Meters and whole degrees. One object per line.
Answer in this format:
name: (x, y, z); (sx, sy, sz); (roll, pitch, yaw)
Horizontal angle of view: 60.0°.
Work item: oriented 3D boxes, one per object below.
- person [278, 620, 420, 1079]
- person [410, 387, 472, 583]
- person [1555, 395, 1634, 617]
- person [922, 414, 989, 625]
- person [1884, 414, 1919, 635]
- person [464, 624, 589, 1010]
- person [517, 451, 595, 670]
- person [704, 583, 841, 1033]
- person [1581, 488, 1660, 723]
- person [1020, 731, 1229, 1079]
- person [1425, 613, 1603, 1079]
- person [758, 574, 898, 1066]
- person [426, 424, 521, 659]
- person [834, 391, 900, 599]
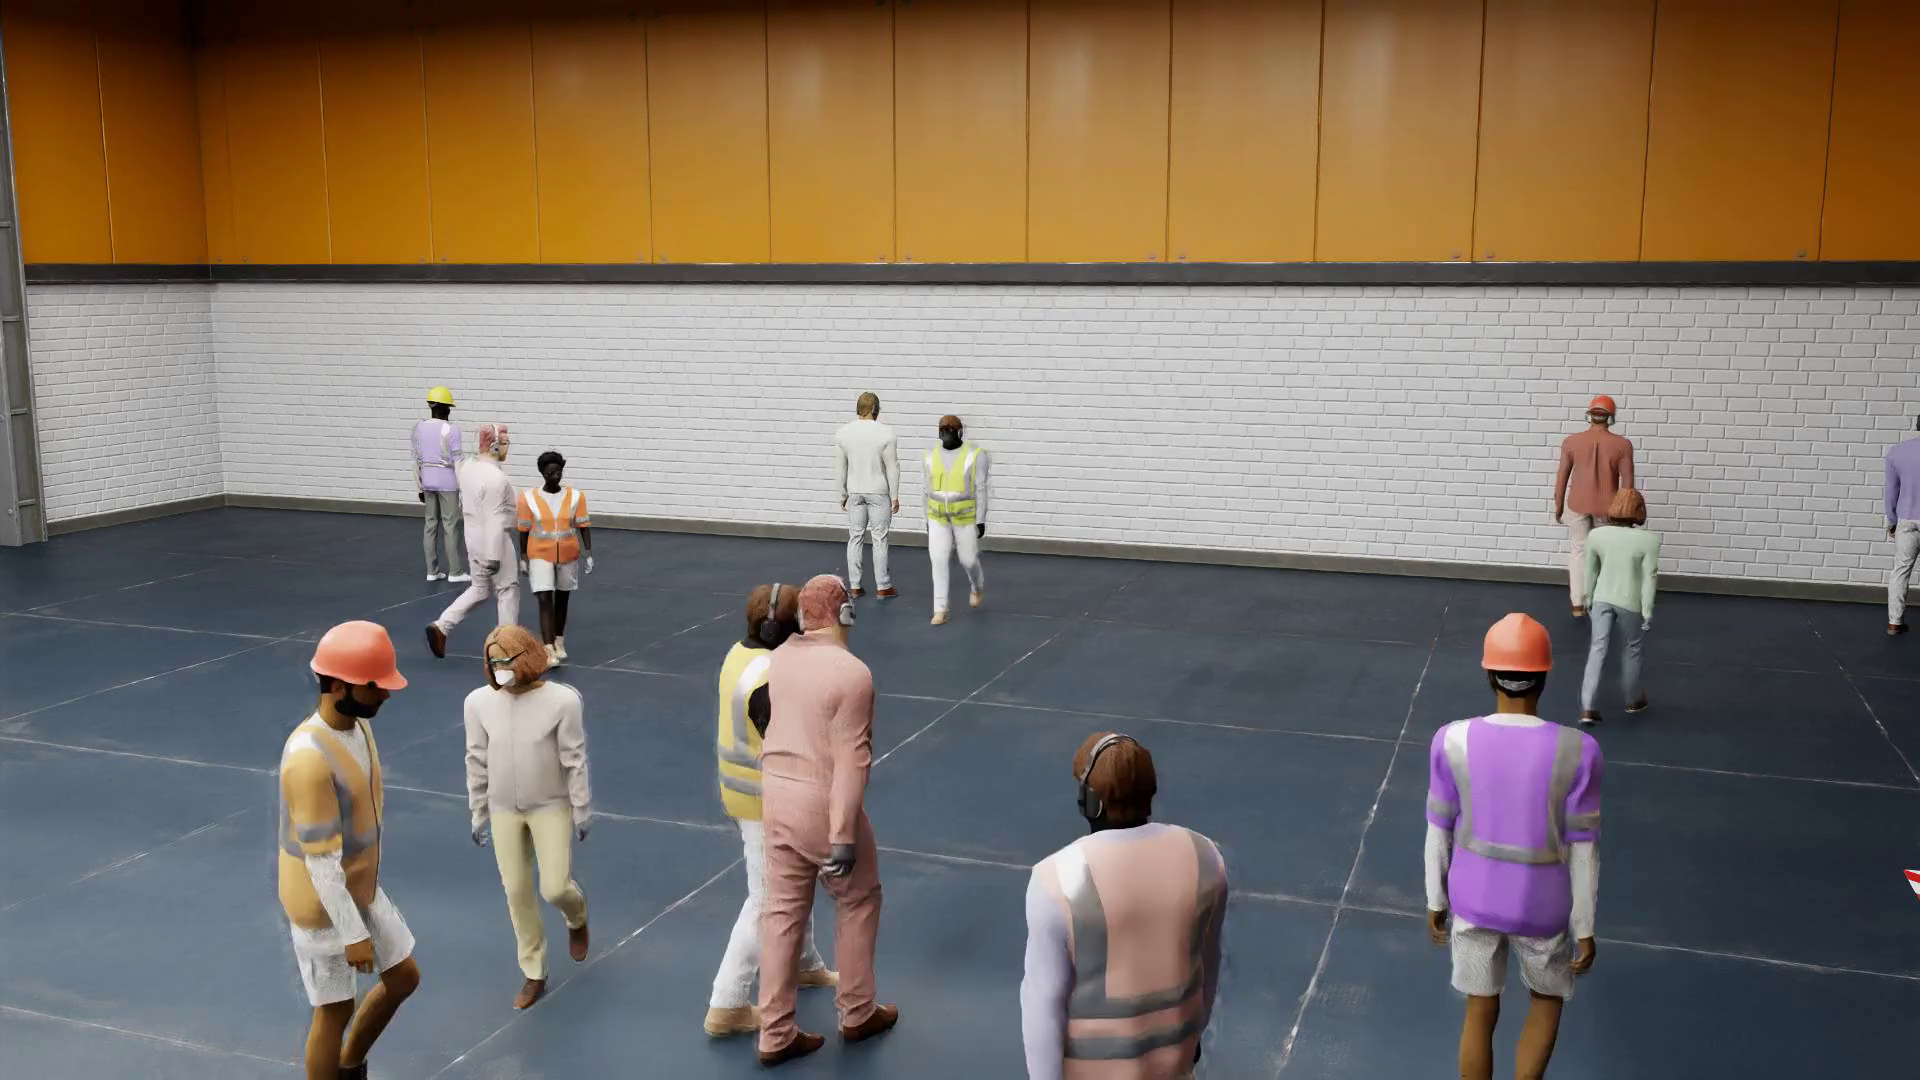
person: (-2.047, 1.195, 5.569); (0.491, 1.904, 0.581); (0, 9, 1)
person: (-5.063, -0.533, 16.253); (0.584, 1.918, 0.381); (3, 10, 20)
person: (5.610, -0.301, 14.728); (0.646, 1.959, 0.624); (4, 10, 25)
person: (-0.035, -0.204, 14.530); (0.630, 1.823, 0.784); (3, 10, 16)
person: (7.985, -0.145, 13.787); (0.372, 1.940, 0.631); (-7, 11, -37)
person: (-1.783, 1.123, 6.954); (0.505, 1.614, 0.444); (1, 9, 4)
person: (-3.078, 0.158, 12.738); (0.551, 1.656, 0.820); (-5, 10, -26)
person: (-0.752, 1.070, 6.746); (0.664, 1.820, 0.656); (-3, 10, -18)
person: (4.455, 0.436, 11.255); (0.514, 1.587, 0.850); (8, 12, 41)
person: (0.429, 1.404, 4.641); (0.645, 1.791, 0.948); (-4, 10, -23)
person: (1.831, 1.193, 5.541); (0.565, 1.918, 0.402); (5, 10, 26)
person: (-0.552, 1.074, 6.493); (0.669, 1.849, 0.763); (8, 12, 40)
person: (-3.695, 0.038, 12.842); (0.769, 1.876, 0.648); (-8, 12, -40)
person: (-0.850, -0.409, 15.445); (0.627, 1.934, 0.371); (3, 10, 18)
